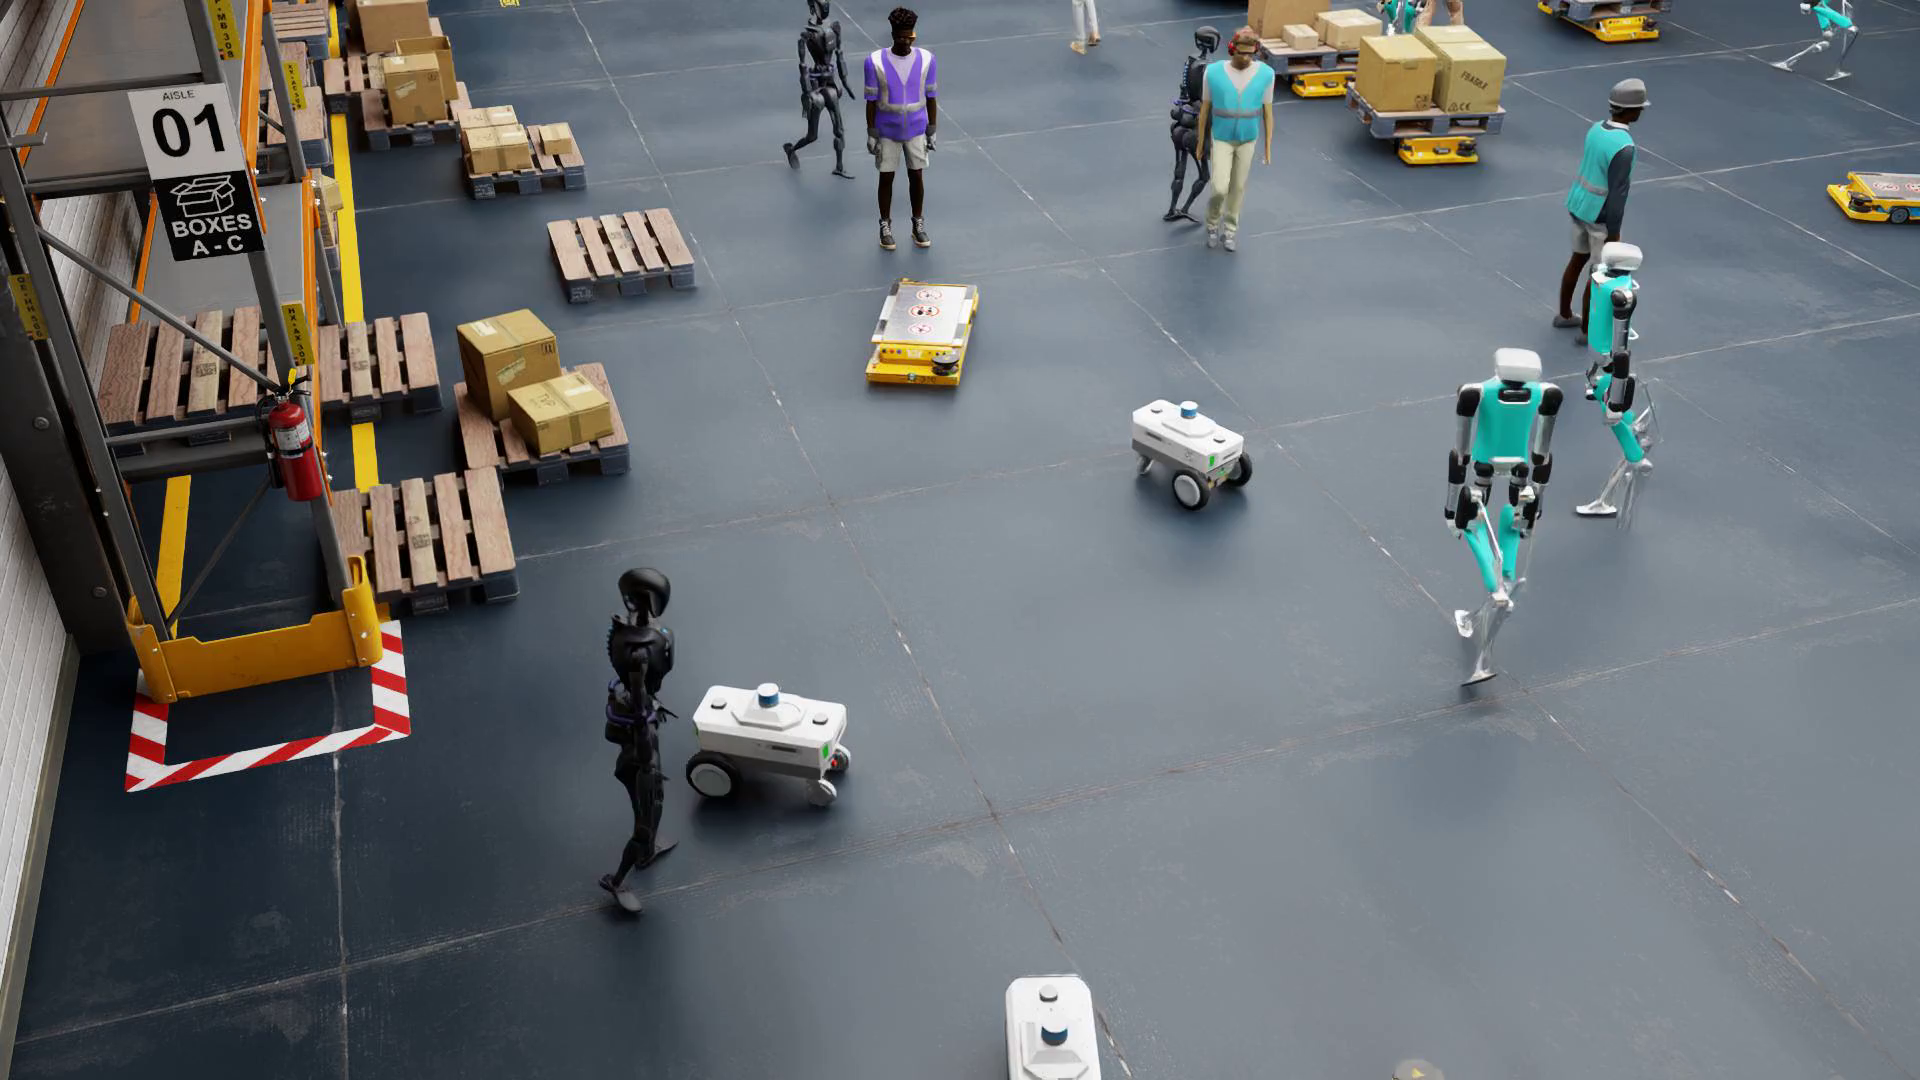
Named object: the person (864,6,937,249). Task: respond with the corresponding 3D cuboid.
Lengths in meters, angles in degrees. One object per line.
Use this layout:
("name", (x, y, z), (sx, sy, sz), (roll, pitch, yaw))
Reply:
("person", (-0.466, -3.308, 13.390), (0.602, 1.958, 0.375), (-7, 34, -11))

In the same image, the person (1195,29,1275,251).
("person", (2.190, -3.190, 13.329), (0.577, 1.820, 0.470), (-2, 33, -4))

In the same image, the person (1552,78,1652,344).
("person", (4.595, -2.357, 11.951), (0.462, 1.937, 0.562), (-5, 33, -8))

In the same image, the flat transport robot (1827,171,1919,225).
("flat transport robot", (8.350, -2.936, 14.362), (1.431, 0.231, 0.659), (4, 33, 6))

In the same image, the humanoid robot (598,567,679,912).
("humanoid robot", (-1.434, 0.842, 7.286), (0.462, 1.645, 0.629), (-4, 33, -6))

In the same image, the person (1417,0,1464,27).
("person", (5.210, -5.910, 17.668), (0.882, 1.622, 0.488), (-20, 38, -27))

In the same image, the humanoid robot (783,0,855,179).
("humanoid robot", (-1.267, -4.064, 14.827), (0.699, 1.636, 0.601), (23, 40, 31))

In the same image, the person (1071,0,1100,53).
("person", (1.312, -6.188, 17.896), (0.473, 1.857, 0.401), (-15, 36, -22))

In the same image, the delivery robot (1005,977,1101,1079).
("delivery robot", (0.359, 2.079, 6.418), (0.499, 0.606, 0.807), (-1, 33, -1))

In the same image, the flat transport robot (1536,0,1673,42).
("flat transport robot", (7.321, -6.028, 19.103), (0.659, 0.231, 1.431), (-8, 34, -13))

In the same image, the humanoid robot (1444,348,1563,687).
("humanoid robot", (2.821, -0.010, 8.582), (0.530, 1.763, 1.013), (0, 33, 0))

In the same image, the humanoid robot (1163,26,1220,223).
("humanoid robot", (1.930, -3.465, 13.890), (0.342, 1.647, 0.601), (-10, 34, -15))

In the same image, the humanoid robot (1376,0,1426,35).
("humanoid robot", (4.571, -5.544, 17.124), (0.541, 1.884, 0.780), (14, 36, 20))

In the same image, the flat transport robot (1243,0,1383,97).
("flat transport robot", (3.670, -4.965, 17.474), (0.659, 0.231, 1.431), (-6, 34, -8))

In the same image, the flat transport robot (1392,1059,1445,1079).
("flat transport robot", (1.778, 2.539, 5.964), (0.659, 0.231, 1.431), (12, 35, 17))

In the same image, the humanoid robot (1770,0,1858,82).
("humanoid robot", (9.043, -5.553, 17.078), (0.532, 1.779, 1.032), (-26, 41, -34))

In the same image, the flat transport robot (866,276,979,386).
("flat transport robot", (-0.258, -1.549, 12.234), (0.659, 0.231, 1.431), (4, 33, 5))

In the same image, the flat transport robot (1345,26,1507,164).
("flat transport robot", (4.376, -3.914, 15.861), (0.659, 0.231, 1.431), (-3, 33, -5))

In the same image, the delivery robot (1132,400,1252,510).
("delivery robot", (1.449, -0.569, 10.483), (0.502, 0.611, 0.782), (-27, 42, -35))

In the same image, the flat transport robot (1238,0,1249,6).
("flat transport robot", (3.255, -6.701, 20.136), (1.431, 0.231, 0.659), (17, 37, 24))

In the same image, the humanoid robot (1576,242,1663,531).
("humanoid robot", (4.007, -0.874, 9.947), (0.719, 1.859, 0.579), (1, 33, 1))

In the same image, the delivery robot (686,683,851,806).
("delivery robot", (-0.942, 0.959, 8.122), (0.768, 0.591, 0.499), (7, 34, 11))
